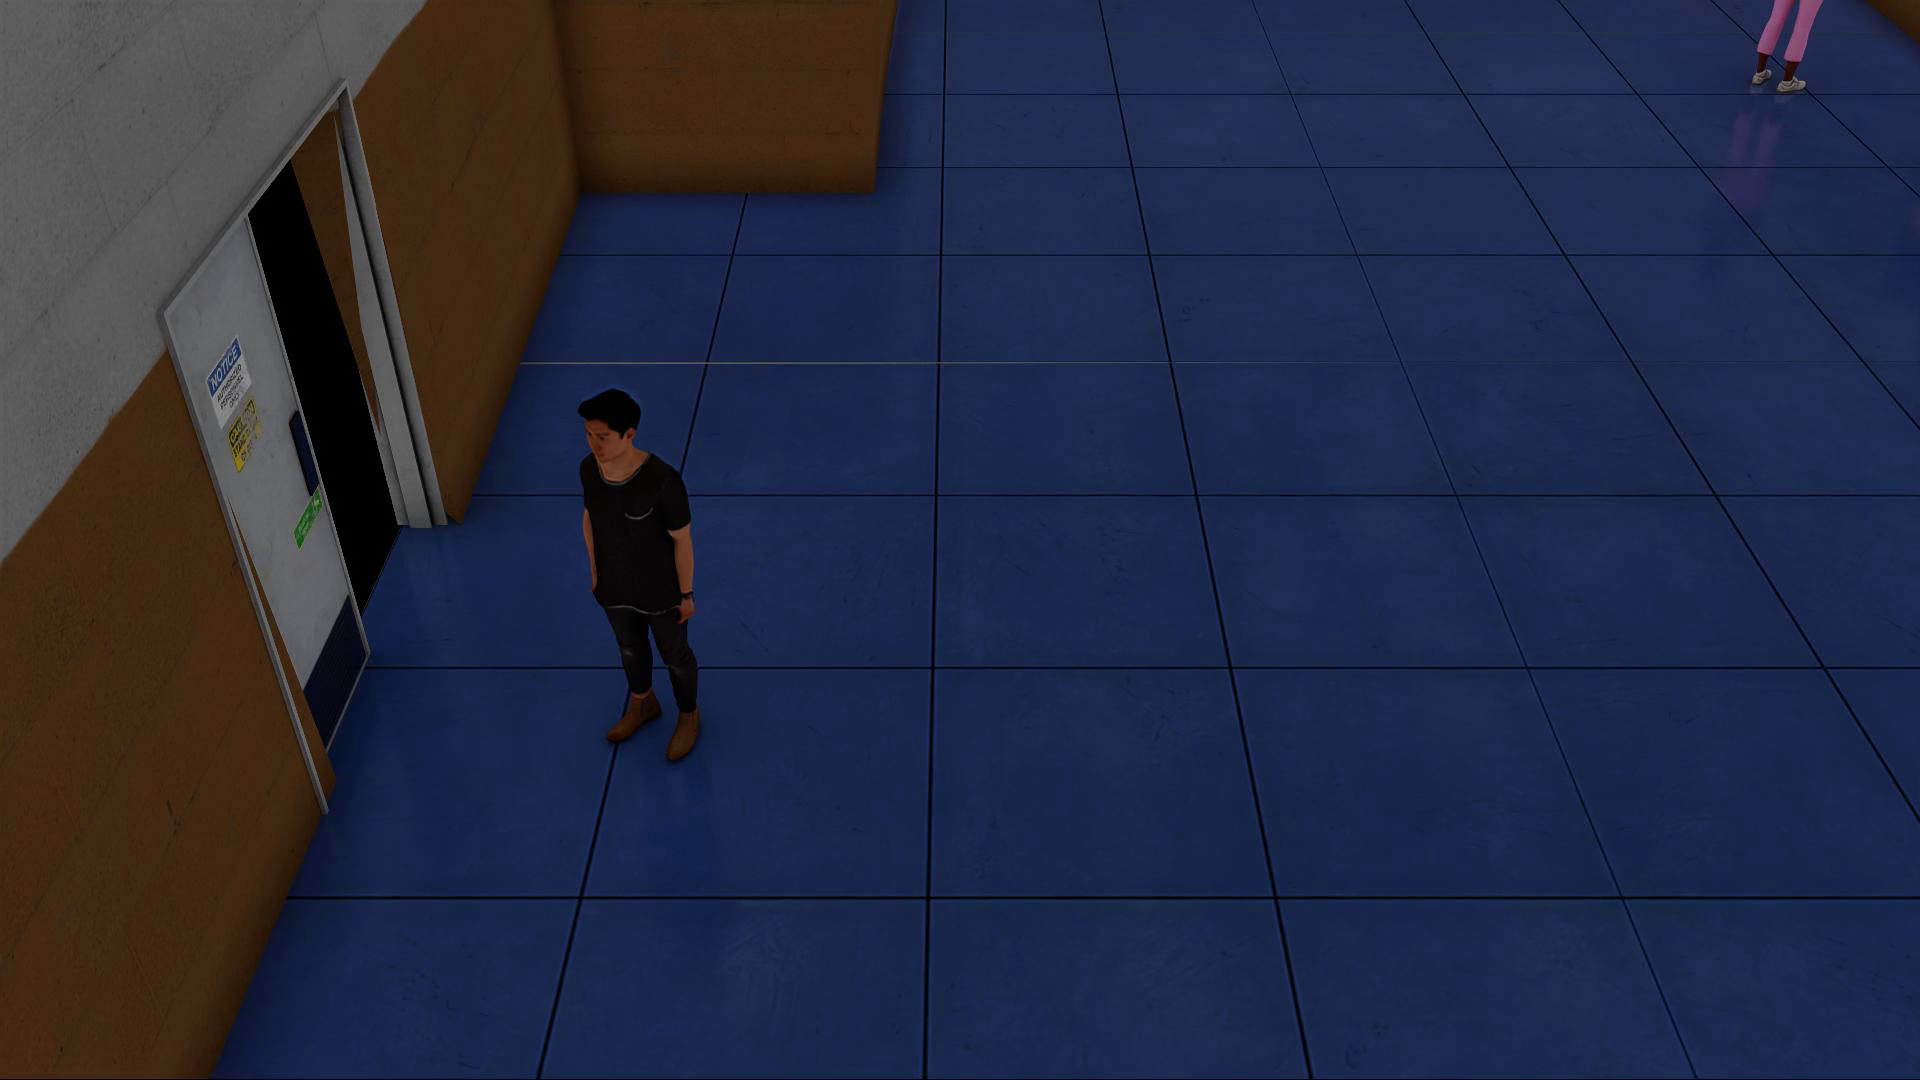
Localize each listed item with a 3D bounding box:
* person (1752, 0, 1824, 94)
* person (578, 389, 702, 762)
[{"bbox_3d":[6.313,-4.233,12.400,0.700,1.742,0.659,-26,44,-31],"label":"person"},{"bbox_3d":[-1.261,0.133,6.605,0.620,1.714,0.760,15,40,19],"label":"person"}]
